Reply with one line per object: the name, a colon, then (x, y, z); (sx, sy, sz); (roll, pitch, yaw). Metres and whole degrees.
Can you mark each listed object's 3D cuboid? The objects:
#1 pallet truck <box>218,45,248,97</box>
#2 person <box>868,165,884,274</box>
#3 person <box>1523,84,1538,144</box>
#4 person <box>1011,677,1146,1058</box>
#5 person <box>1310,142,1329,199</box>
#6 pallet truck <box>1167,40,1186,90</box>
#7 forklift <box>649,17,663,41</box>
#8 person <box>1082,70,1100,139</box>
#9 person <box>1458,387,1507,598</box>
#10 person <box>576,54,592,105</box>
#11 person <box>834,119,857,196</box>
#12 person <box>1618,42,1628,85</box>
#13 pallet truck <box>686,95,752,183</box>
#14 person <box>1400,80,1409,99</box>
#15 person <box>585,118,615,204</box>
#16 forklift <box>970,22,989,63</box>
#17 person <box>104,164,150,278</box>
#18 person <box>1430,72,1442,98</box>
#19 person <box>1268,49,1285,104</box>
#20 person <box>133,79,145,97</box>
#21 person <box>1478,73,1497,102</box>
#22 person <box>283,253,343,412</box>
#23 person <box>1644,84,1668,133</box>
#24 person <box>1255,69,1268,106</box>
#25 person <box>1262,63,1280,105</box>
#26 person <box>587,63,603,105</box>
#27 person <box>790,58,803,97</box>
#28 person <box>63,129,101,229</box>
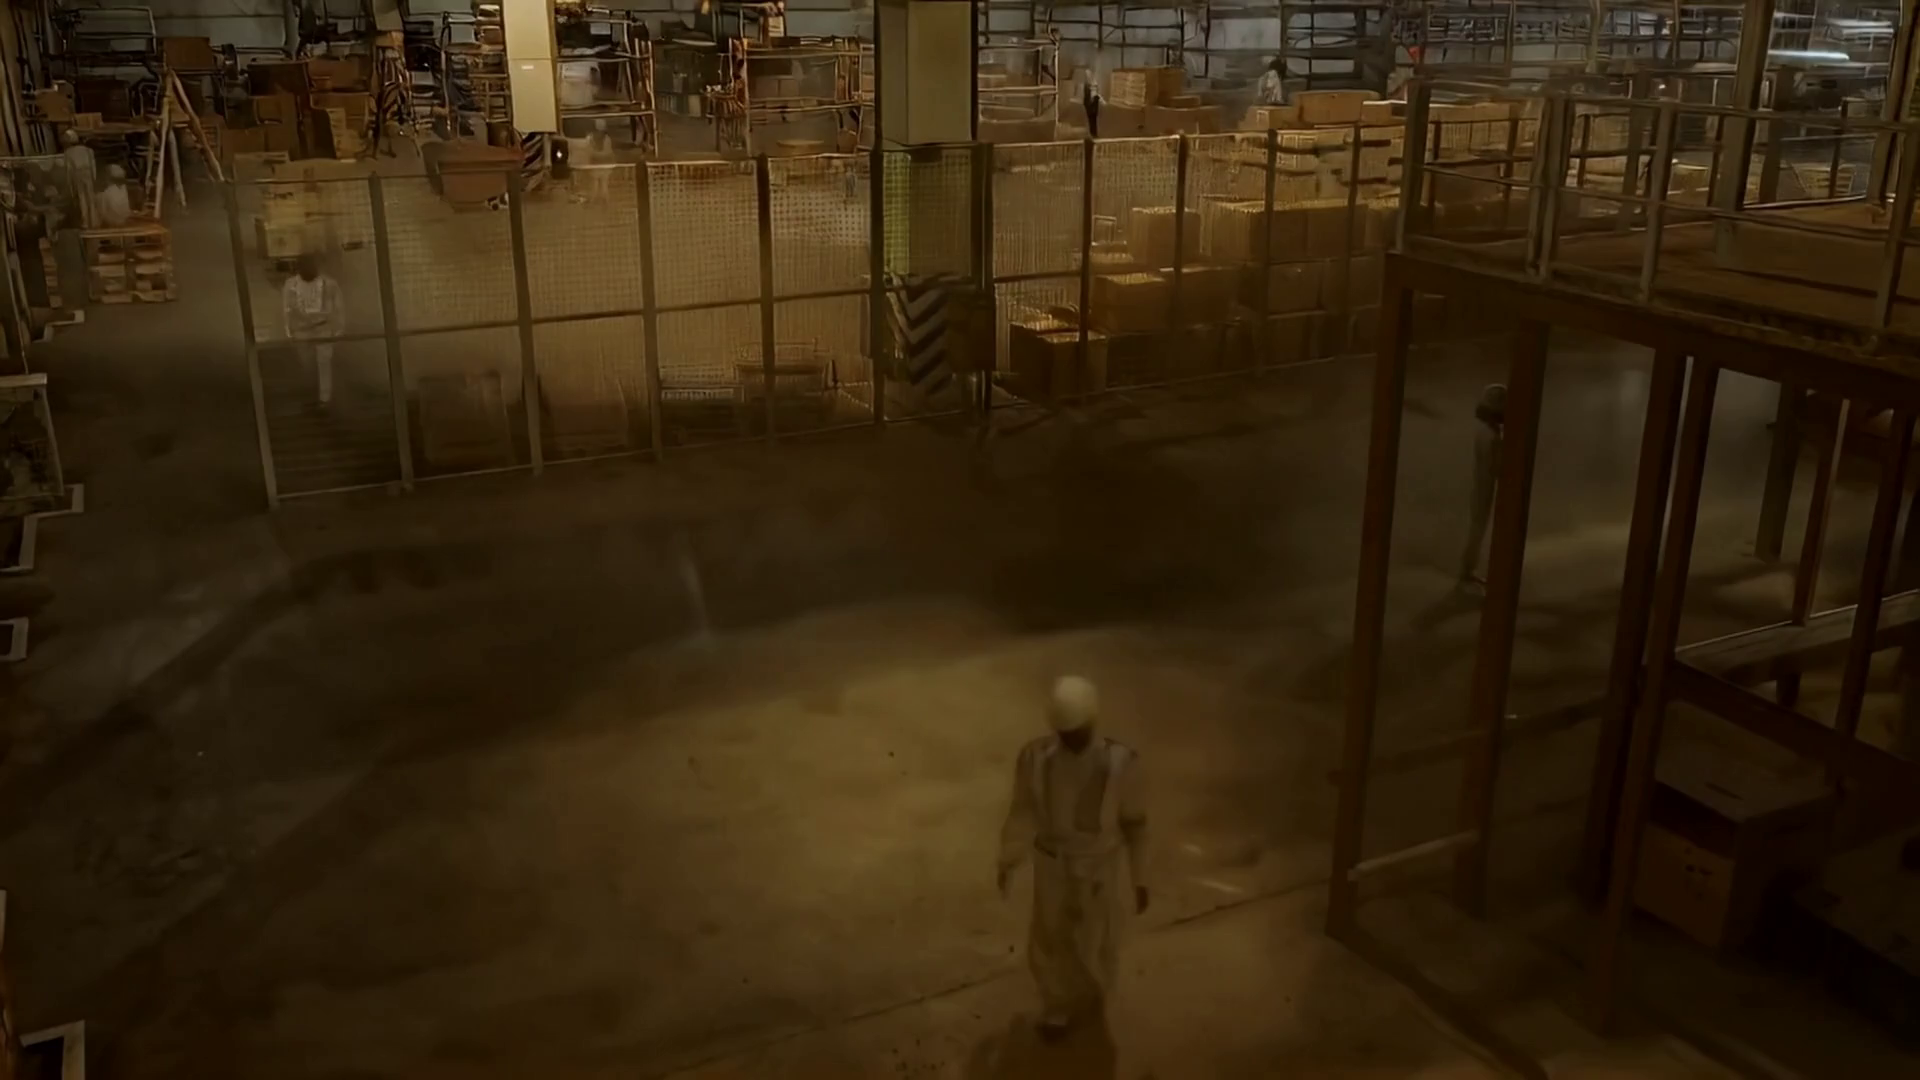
pallet truck: (-28.879, -18.665, 66.111); (0.823, 1.965, 1.885); (-3, 19, -9)
person: (-1.234, -5.235, 27.358); (0.562, 1.891, 1.011); (9, 21, 25)
person: (15.667, -11.585, 45.789); (0.521, 1.865, 0.336); (-17, 25, -41)
person: (0.534, 1.520, 7.702); (0.635, 1.923, 0.451); (5, 20, 14)
person: (6.752, -6.501, 31.080); (0.782, 1.852, 0.523); (14, 24, 35)
pallet truck: (9.045, -19.971, 69.895); (0.823, 1.965, 1.885); (-3, 19, -8)
forklift: (-13.340, -21.587, 73.246); (1.873, 2.768, 1.129); (2, 19, 7)
person: (3.890, -12.931, 49.421); (0.536, 2.000, 0.672); (-2, 19, -7)
person: (4.286, -0.399, 13.545); (0.295, 1.743, 0.492); (5, 20, 15)
person: (-13.738, -16.880, 61.090); (0.632, 1.886, 1.014); (-14, 24, -36)
person: (-2.571, -8.611, 37.435); (0.533, 1.690, 0.321); (5, 20, 14)
person: (28.801, -20.597, 71.945); (0.429, 1.841, 0.633); (-14, 24, -36)
pallet truck: (-5.836, -9.608, 39.856); (0.823, 1.965, 1.885); (10, 22, 27)
person: (12.865, -12.234, 47.612); (0.624, 1.902, 0.460); (4, 19, 10)
person: (-7.737, -8.154, 35.887); (0.642, 1.832, 0.484); (3, 19, 9)
forklift: (0.690, -19.464, 67.093); (1.129, 2.768, 1.873); (-10, 21, -26)
person: (-13.716, -5.148, 27.031); (0.973, 1.942, 0.679); (2, 19, 7)
person: (14.460, -13.300, 50.734); (0.564, 1.896, 0.995); (-8, 21, -22)
person: (11.854, -17.360, 62.329); (0.617, 1.993, 0.396); (6, 20, 17)
person: (-25.273, -13.411, 51.437); (0.525, 1.632, 0.323); (7, 20, 19)
person: (17.176, -14.353, 54.134); (0.542, 1.651, 0.863); (-6, 20, -16)
person: (-7.527, -2.466, 19.435); (0.639, 1.819, 0.852); (-2, 19, -6)
person: (19.057, -11.509, 45.535); (0.559, 1.887, 0.993); (-4, 19, -12)
person: (10.356, -15.390, 57.206); (0.794, 1.600, 0.499); (-3, 19, -9)
person: (10.573, -15.299, 56.634); (1.007, 1.831, 0.620); (-11, 22, -30)
person: (-12.925, -16.131, 58.935); (0.617, 1.899, 0.708); (-3, 19, -8)
person: (-6.091, -17.050, 61.605); (0.373, 1.900, 0.775); (-17, 25, -40)
person: (-17.212, -7.065, 32.585); (0.355, 1.930, 0.587); (14, 24, 35)
